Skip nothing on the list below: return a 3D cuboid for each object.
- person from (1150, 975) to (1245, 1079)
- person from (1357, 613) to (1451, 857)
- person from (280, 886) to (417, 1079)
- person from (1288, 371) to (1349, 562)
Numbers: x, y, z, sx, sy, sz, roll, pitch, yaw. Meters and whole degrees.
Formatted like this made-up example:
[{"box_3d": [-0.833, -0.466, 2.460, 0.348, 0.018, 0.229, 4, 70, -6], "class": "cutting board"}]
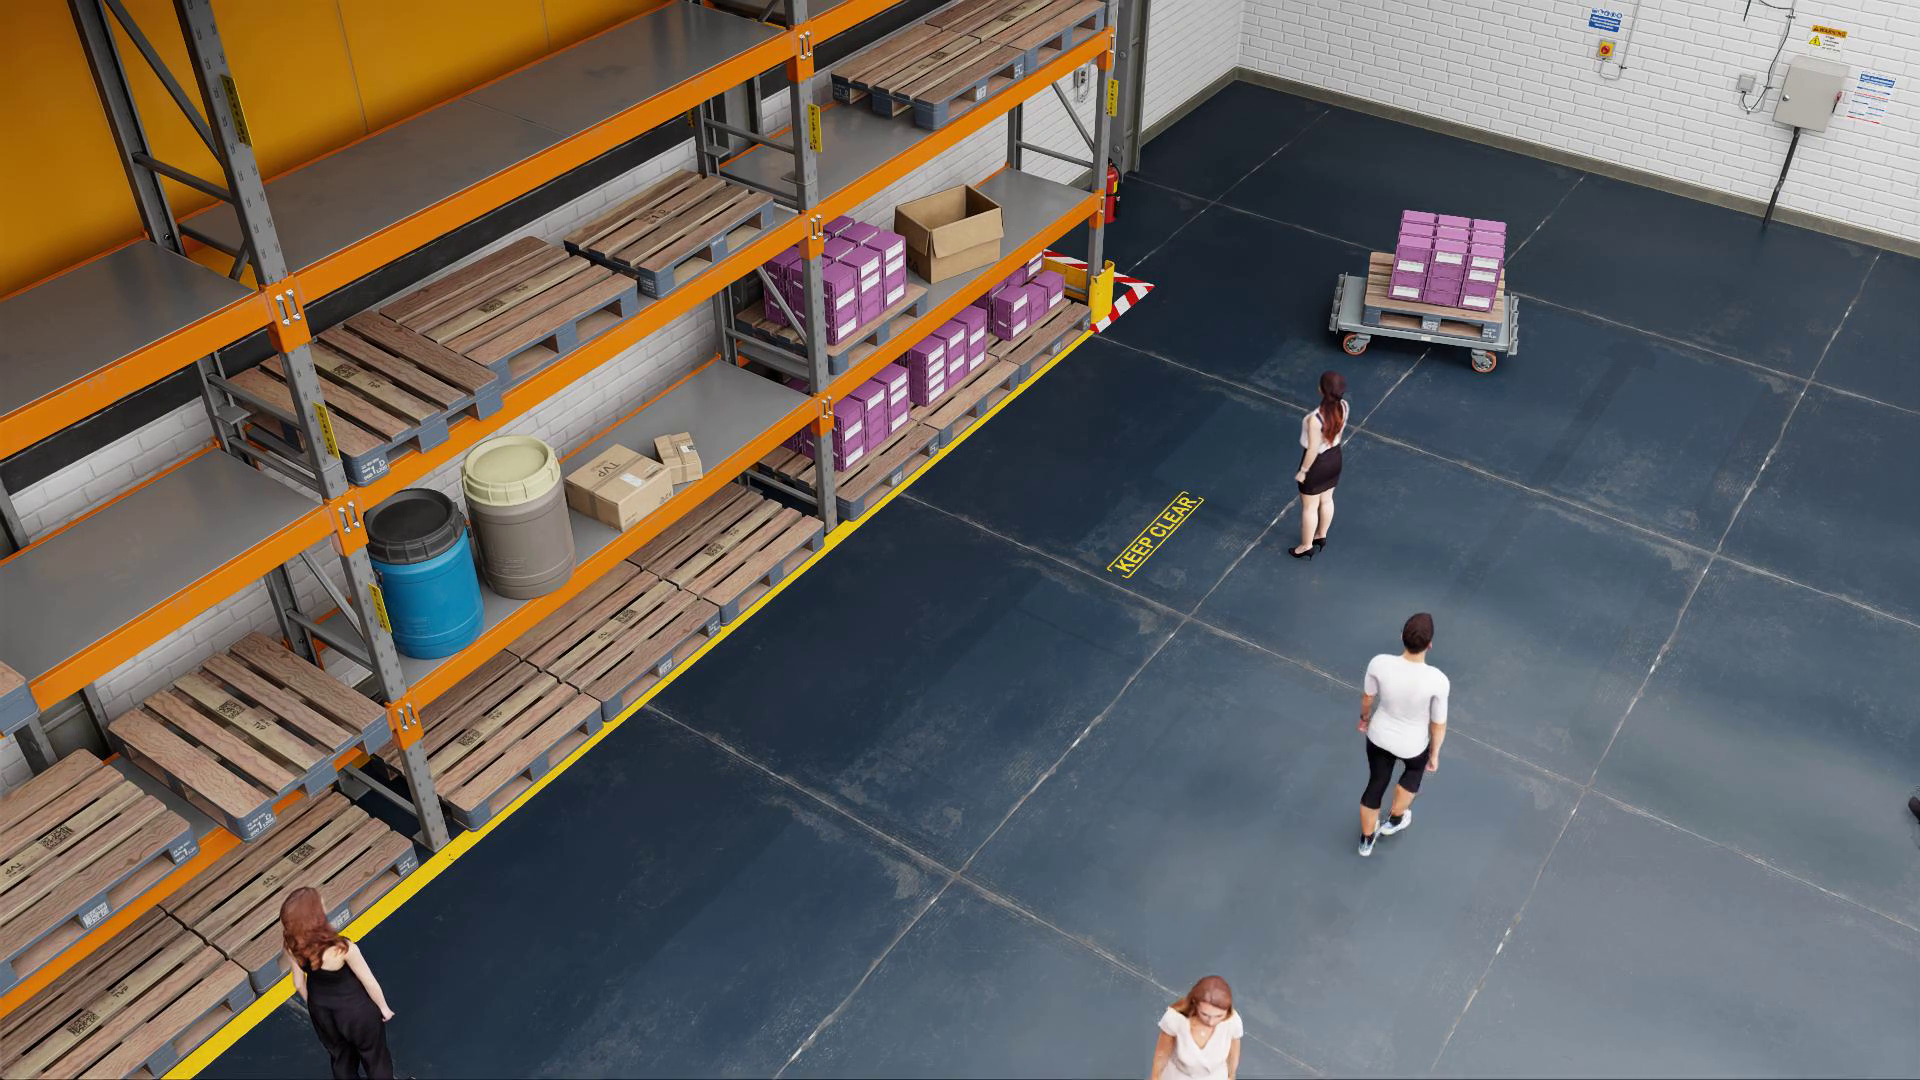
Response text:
[{"box_3d": [1.172, 2.668, 8.398, 0.746, 1.685, 0.813, 3, 39, 3], "class": "person"}, {"box_3d": [2.622, 1.247, 10.056, 0.725, 1.837, 0.737, 19, 42, 22], "class": "person"}, {"box_3d": [-3.222, 2.433, 8.646, 0.666, 1.743, 0.673, 2, 39, 3], "class": "person"}, {"box_3d": [2.699, -0.554, 12.462, 0.527, 1.648, 0.665, -27, 46, -30], "class": "person"}]
